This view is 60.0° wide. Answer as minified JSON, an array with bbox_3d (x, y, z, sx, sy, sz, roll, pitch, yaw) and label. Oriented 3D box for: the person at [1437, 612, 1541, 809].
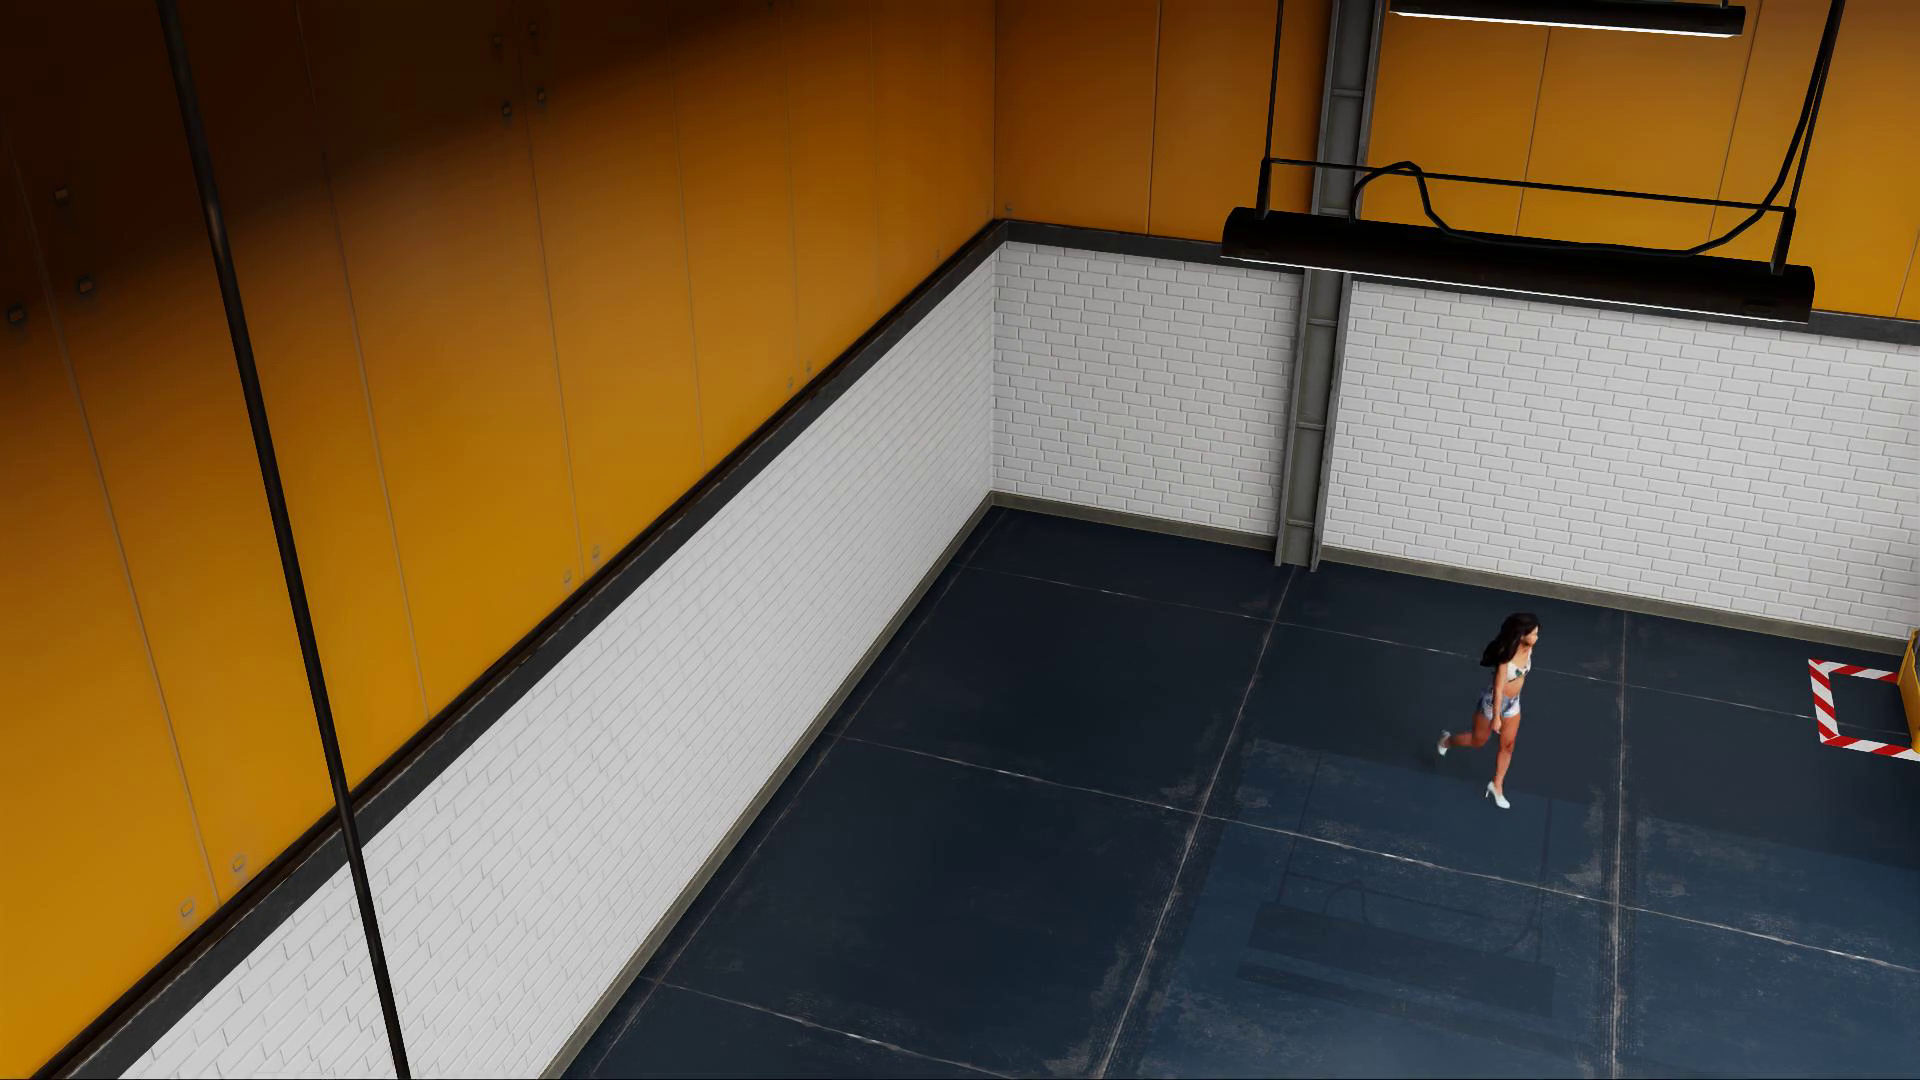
[{"bbox_3d":[4.009,1.246,12.570,0.932,1.580,1.051,-16,32,-27],"label":"person"}]
